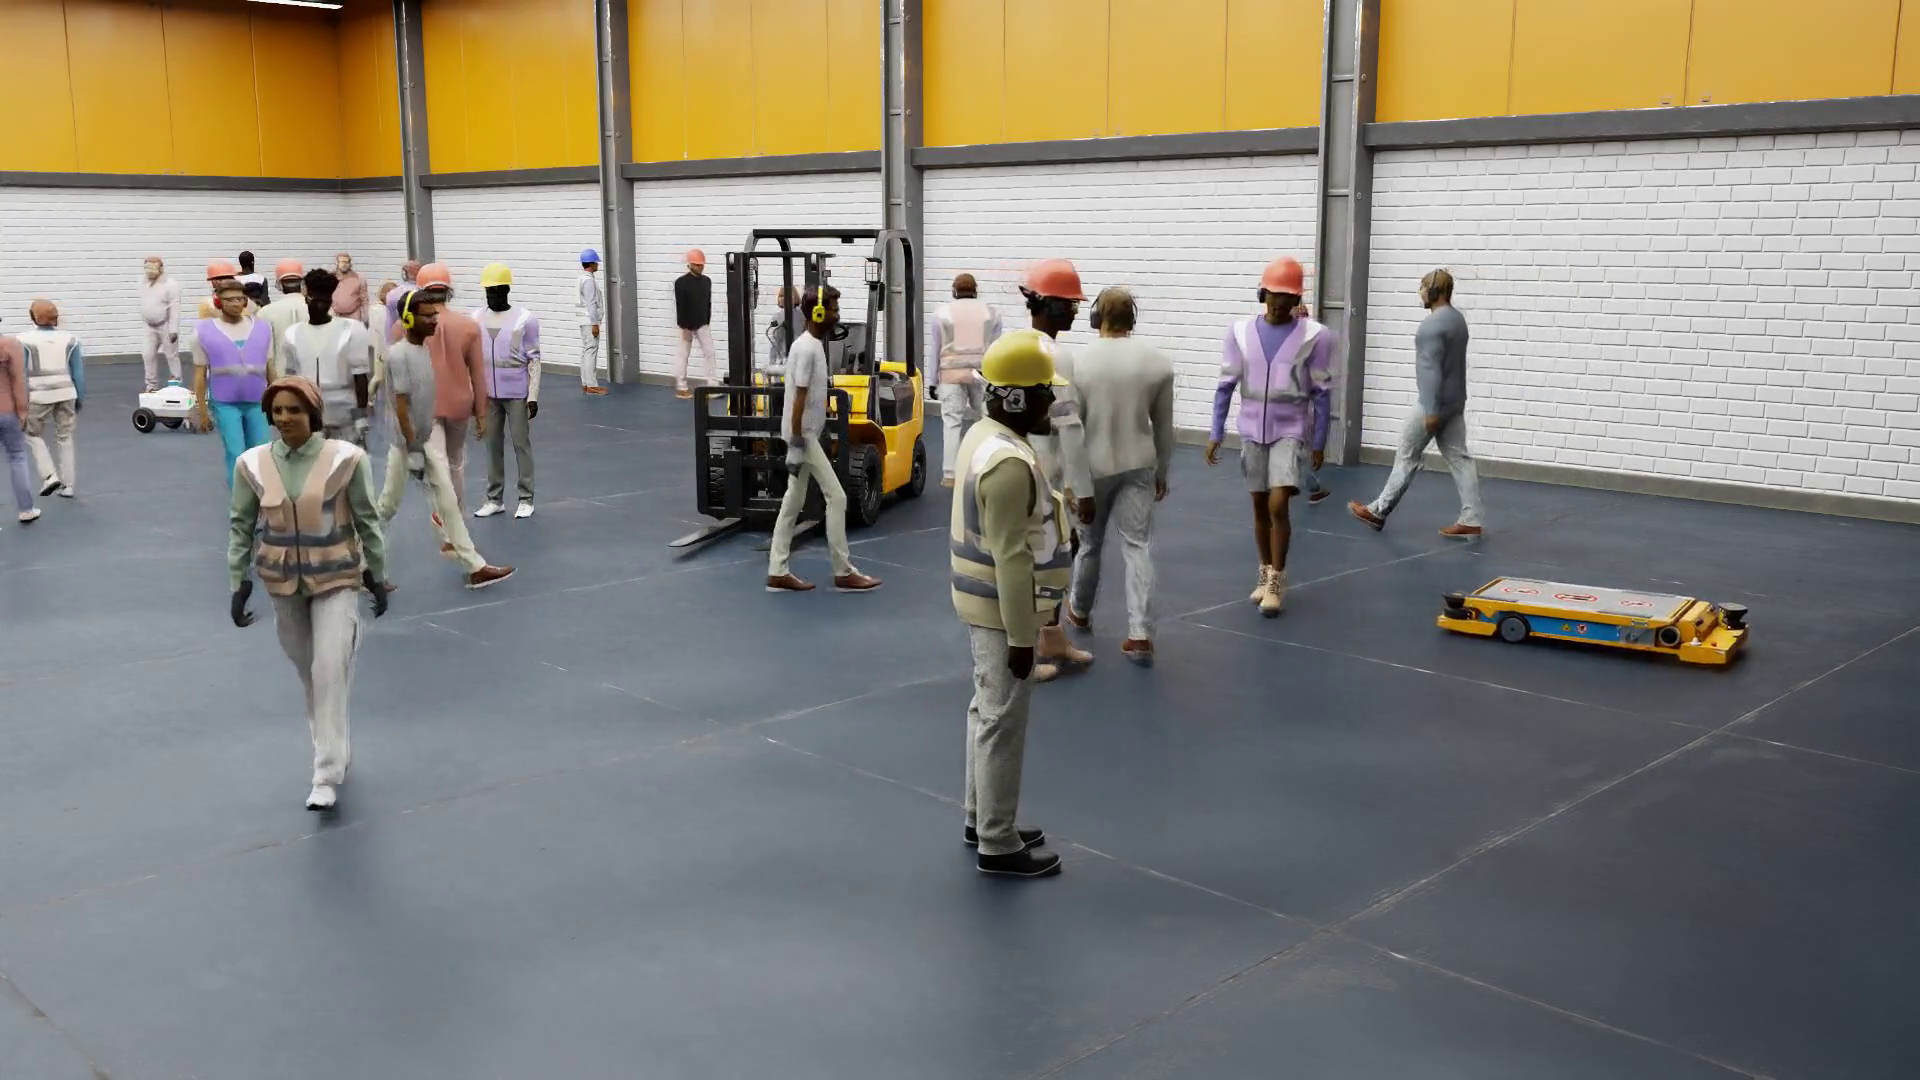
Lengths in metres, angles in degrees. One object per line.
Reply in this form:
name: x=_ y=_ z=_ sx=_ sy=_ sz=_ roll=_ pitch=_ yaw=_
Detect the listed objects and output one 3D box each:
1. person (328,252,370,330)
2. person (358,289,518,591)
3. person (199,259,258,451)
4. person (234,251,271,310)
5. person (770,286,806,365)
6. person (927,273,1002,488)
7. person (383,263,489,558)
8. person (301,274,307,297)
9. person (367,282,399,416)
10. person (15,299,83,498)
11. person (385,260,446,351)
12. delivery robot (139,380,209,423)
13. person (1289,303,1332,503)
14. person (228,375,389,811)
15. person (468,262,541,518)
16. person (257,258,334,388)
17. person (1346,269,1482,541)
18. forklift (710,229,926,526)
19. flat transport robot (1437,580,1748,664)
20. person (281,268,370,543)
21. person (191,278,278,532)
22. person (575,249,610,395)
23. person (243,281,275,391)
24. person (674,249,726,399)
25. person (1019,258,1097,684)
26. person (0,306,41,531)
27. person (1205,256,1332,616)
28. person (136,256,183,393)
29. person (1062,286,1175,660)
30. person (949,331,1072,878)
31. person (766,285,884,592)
person: x=-8.932 y=-3.236 z=24.193 sx=0.678 sy=1.888 sz=0.429 roll=-3 pitch=11 yaw=-15
person: x=-3.231 y=-0.575 z=9.909 sx=1.007 sy=1.814 sz=0.543 roll=1 pitch=10 yaw=5
person: x=-6.678 y=-1.604 z=15.223 sx=0.411 sy=1.917 sz=0.562 roll=8 pitch=13 yaw=39
person: x=-9.571 y=-2.926 z=22.436 sx=0.589 sy=1.919 sz=0.393 roll=0 pitch=10 yaw=2
person: x=-1.789 y=-1.966 z=18.083 sx=0.795 sy=1.604 sz=0.501 roll=10 pitch=14 yaw=44
person: x=0.038 y=-1.355 z=14.157 sx=0.653 sy=1.819 sz=0.434 roll=-2 pitch=11 yaw=-8
person: x=-3.558 y=-0.890 z=11.267 sx=0.627 sy=1.932 sz=1.038 roll=-7 pitch=13 yaw=-34
person: x=-7.085 y=-2.022 z=18.015 sx=0.473 sy=1.734 sz=0.503 roll=6 pitch=12 yaw=28
person: x=-6.739 y=-2.228 z=19.522 sx=0.792 sy=1.600 sz=0.502 roll=9 pitch=14 yaw=41
person: x=-7.388 y=-1.139 z=13.497 sx=0.386 sy=1.619 sz=0.537 roll=9 pitch=14 yaw=40
person: x=-6.002 y=-2.144 z=18.357 sx=0.646 sy=1.847 sz=1.018 roll=-7 pitch=13 yaw=-35
delivery robot: x=-8.535 y=-1.491 z=18.074 sx=0.707 sy=0.478 sz=0.477 roll=3 pitch=11 yaw=15
person: x=2.649 y=-1.064 z=13.104 sx=0.526 sy=1.602 sz=0.688 roll=9 pitch=14 yaw=41
person: x=-2.455 y=0.203 z=6.188 sx=0.545 sy=1.604 sz=0.795 roll=0 pitch=10 yaw=-1
person: x=-3.453 y=-1.123 z=12.579 sx=0.588 sy=1.927 sz=0.370 roll=2 pitch=11 yaw=11
person: x=-5.450 y=-1.353 z=13.777 sx=0.620 sy=1.958 sz=0.981 roll=-4 pitch=11 yaw=-19
person: x=3.291 y=-0.959 z=11.775 sx=1.012 sy=1.883 sz=0.658 roll=8 pitch=13 yaw=39
forklift: x=-1.050 y=-1.319 z=12.920 sx=1.214 sy=2.155 sz=2.313 roll=2 pitch=11 yaw=13
flat transport robot: x=3.332 y=0.403 z=8.777 sx=1.431 sy=0.197 sz=0.652 roll=7 pitch=12 yaw=33
person: x=-4.192 y=-0.850 z=11.094 sx=0.605 sy=1.926 sz=0.941 roll=0 pitch=10 yaw=0
person: x=-5.263 y=-0.987 z=12.093 sx=0.597 sy=1.827 sz=0.584 roll=-10 pitch=14 yaw=-42
person: x=-4.939 y=-2.910 z=22.266 sx=0.392 sy=1.946 sz=0.614 roll=-4 pitch=11 yaw=-23
person: x=-7.078 y=-1.748 z=16.629 sx=0.546 sy=1.681 sz=0.529 roll=-9 pitch=14 yaw=-40
person: x=-3.393 y=-2.785 z=21.576 sx=0.617 sy=1.941 sz=0.945 roll=-10 pitch=14 yaw=-43
person: x=0.464 y=-0.310 z=7.877 sx=0.701 sy=2.017 sz=0.652 roll=-3 pitch=11 yaw=-17
person: x=-7.005 y=-0.935 z=12.063 sx=0.535 sy=1.732 sz=0.817 roll=-3 pitch=11 yaw=-17
person: x=1.728 y=-0.586 z=9.408 sx=0.642 sy=2.007 sz=0.798 roll=6 pitch=12 yaw=28
person: x=-10.508 y=-2.785 z=21.847 sx=0.668 sy=1.849 sz=0.772 roll=2 pitch=11 yaw=9
person: x=0.793 y=-0.362 z=8.591 sx=0.641 sy=1.877 sz=1.066 roll=-1 pitch=10 yaw=-5
person: x=0.171 y=0.220 z=5.548 sx=0.403 sy=1.826 sz=0.596 roll=-1 pitch=10 yaw=-5
person: x=-0.799 y=-0.586 z=9.904 sx=0.828 sy=1.830 sz=0.551 roll=-1 pitch=10 yaw=-6
